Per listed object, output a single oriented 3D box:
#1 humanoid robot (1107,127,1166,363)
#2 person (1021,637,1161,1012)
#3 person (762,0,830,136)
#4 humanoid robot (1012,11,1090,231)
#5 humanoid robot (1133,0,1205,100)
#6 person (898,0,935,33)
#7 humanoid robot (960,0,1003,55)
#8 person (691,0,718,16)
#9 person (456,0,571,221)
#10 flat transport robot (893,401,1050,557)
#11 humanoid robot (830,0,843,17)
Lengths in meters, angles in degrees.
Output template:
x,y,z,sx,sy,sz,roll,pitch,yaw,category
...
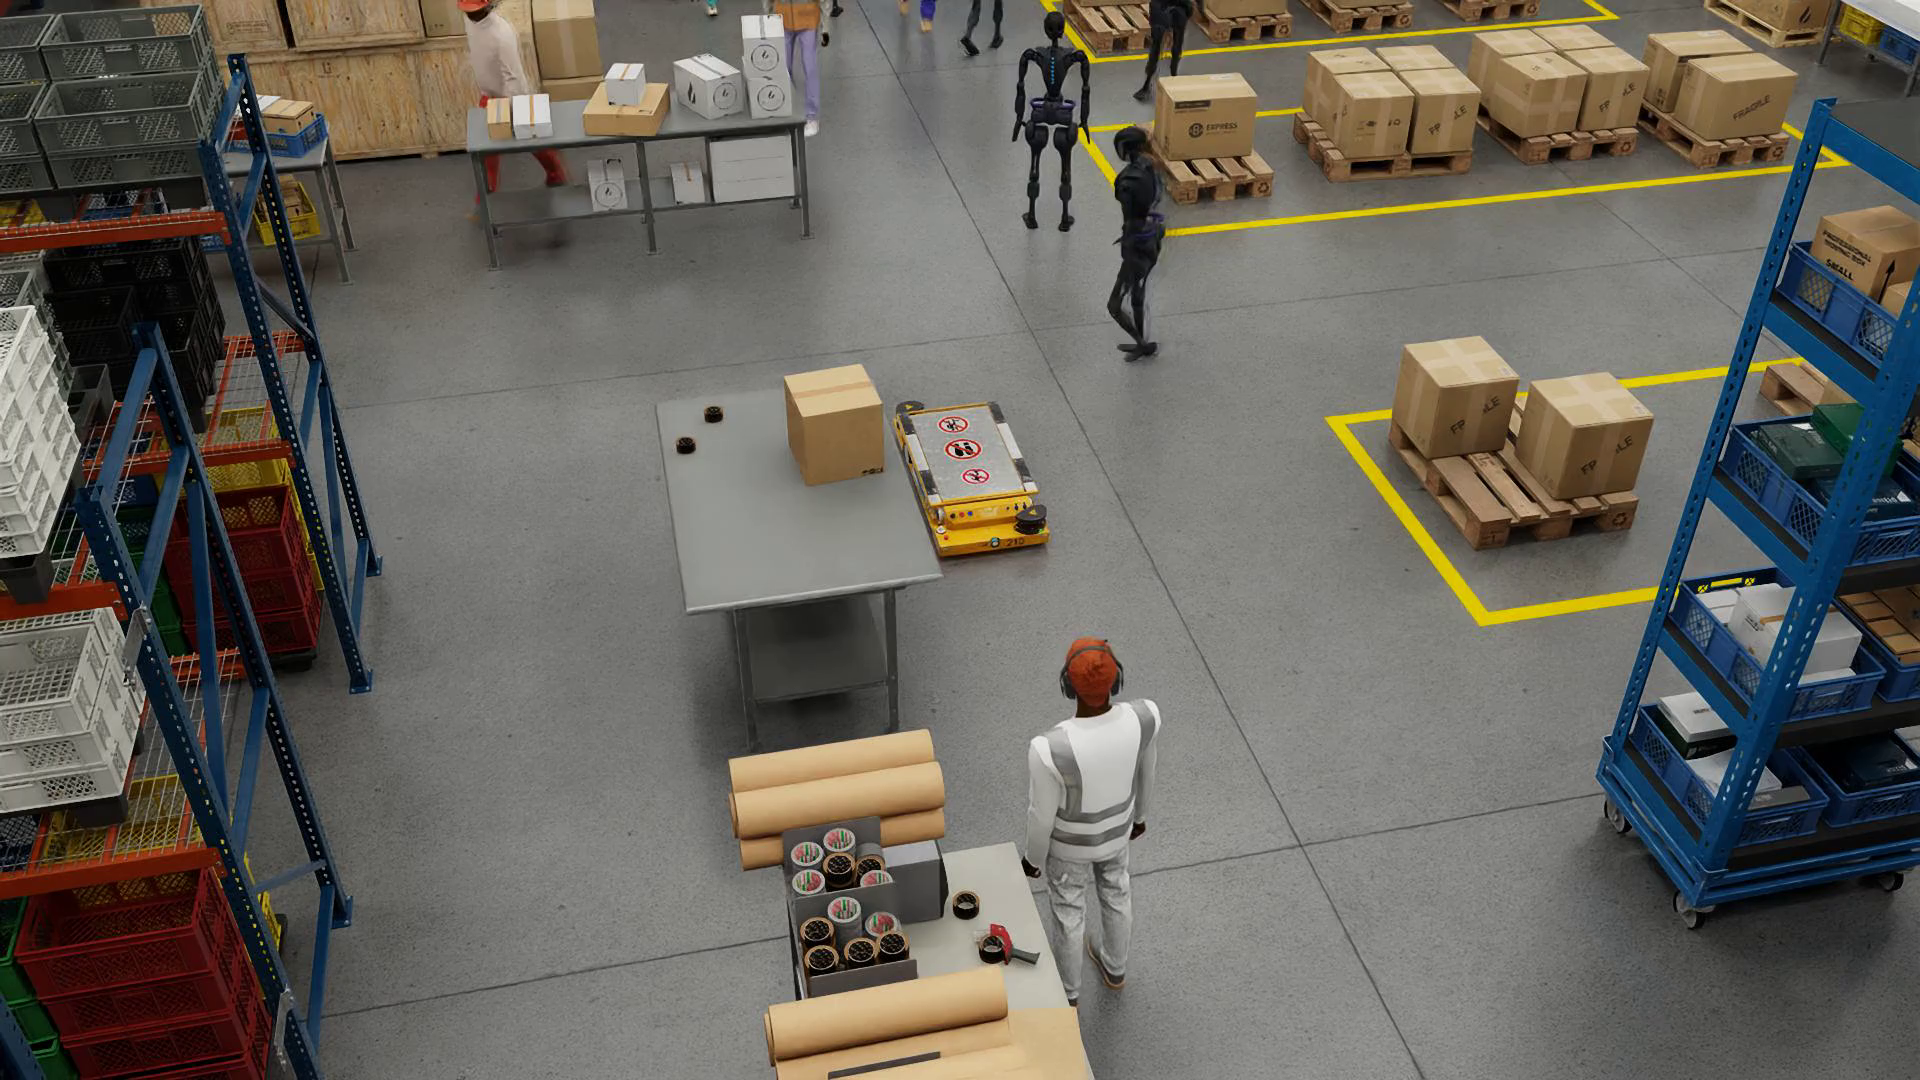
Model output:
x,y,z,sx,sy,sz,roll,pitch,yaw,category
1.133,-1.950,10.997,0.429,1.635,0.573,14,39,18,humanoid robot
0.504,1.163,6.638,0.575,1.881,0.350,-17,40,-22,person
-1.382,-4.392,14.073,0.589,1.929,0.371,5,37,7,person
0.696,-3.188,12.662,0.596,1.648,0.365,6,37,8,humanoid robot
1.909,-4.698,14.703,0.644,1.629,0.384,-23,42,-28,humanoid robot
-0.401,-5.953,16.071,0.695,2.000,0.579,0,37,-1,person
0.215,-5.429,15.671,0.592,1.631,0.576,12,38,16,humanoid robot
-2.606,-6.147,16.603,0.591,1.710,0.892,-1,37,-1,person
-3.539,-3.433,12.788,0.664,1.914,1.008,27,44,32,person
0.046,-0.430,10.108,0.652,0.197,1.431,-8,37,-10,flat transport robot
-1.394,-6.068,16.526,0.579,1.652,0.328,2,37,3,humanoid robot
